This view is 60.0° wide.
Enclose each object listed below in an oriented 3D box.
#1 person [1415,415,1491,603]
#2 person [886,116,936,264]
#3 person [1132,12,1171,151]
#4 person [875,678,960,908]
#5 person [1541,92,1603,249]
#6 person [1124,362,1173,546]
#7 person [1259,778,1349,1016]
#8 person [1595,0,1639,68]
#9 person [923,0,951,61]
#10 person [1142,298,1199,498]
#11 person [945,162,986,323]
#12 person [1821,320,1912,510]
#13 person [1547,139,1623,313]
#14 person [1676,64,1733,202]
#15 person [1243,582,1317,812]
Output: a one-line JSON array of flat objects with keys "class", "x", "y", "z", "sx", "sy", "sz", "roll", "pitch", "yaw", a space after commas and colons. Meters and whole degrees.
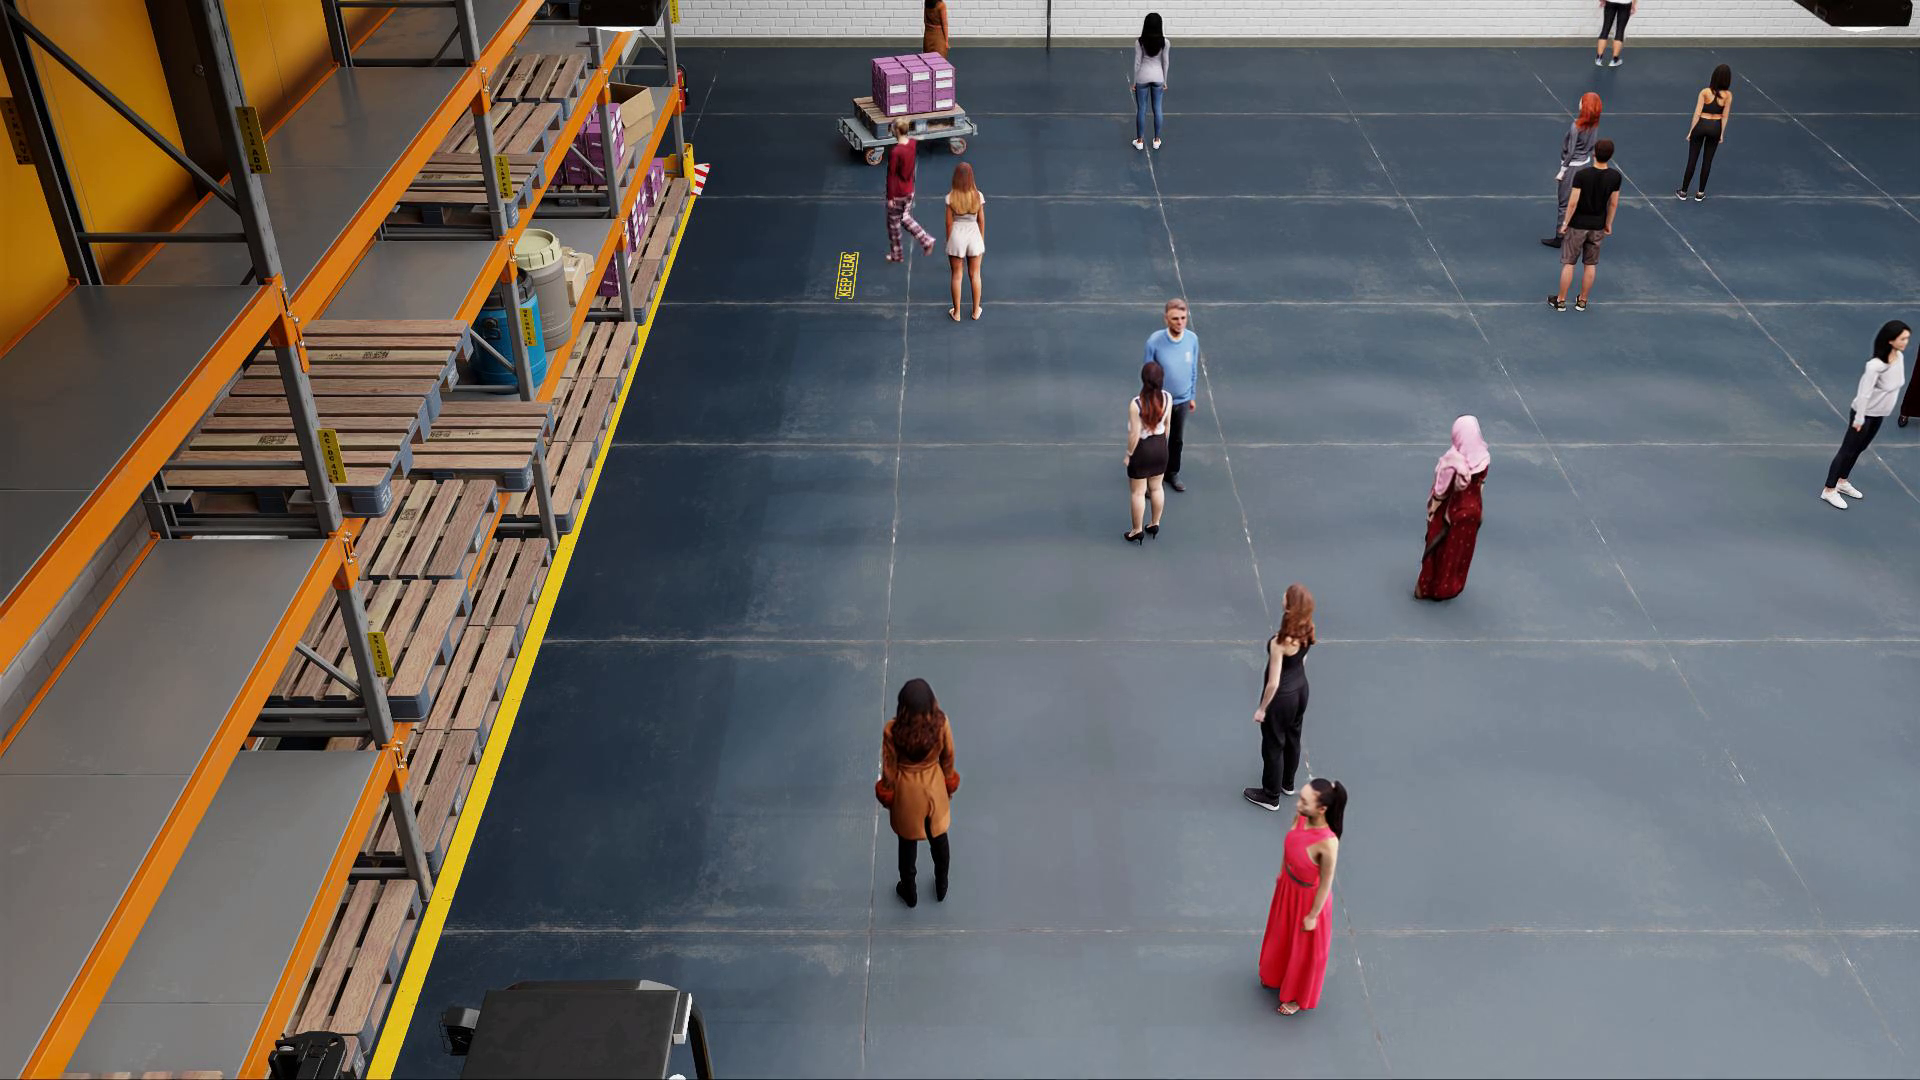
[{"class": "person", "x": 3.860, "y": -0.242, "z": 12.930, "sx": 0.742, "sy": 1.635, "sz": 0.719, "roll": -12, "pitch": 35, "yaw": -17}, {"class": "person", "x": -0.577, "y": -3.813, "z": 18.257, "sx": 0.895, "sy": 1.686, "sz": 0.871, "roll": 17, "pitch": 37, "yaw": 23}, {"class": "person", "x": 2.434, "y": -5.887, "z": 21.333, "sx": 0.614, "sy": 1.734, "sz": 0.540, "roll": -3, "pitch": 34, "yaw": -4}, {"class": "person", "x": -0.252, "y": 1.542, "z": 10.169, "sx": 0.725, "sy": 1.720, "sz": 0.665, "roll": -7, "pitch": 34, "yaw": -10}, {"class": "person", "x": 6.914, "y": -4.166, "z": 18.703, "sx": 0.651, "sy": 1.780, "sz": 0.679, "roll": -22, "pitch": 39, "yaw": -29}, {"class": "person", "x": 1.536, "y": -0.712, "z": 13.625, "sx": 0.636, "sy": 1.649, "sz": 0.650, "roll": -17, "pitch": 37, "yaw": -24}, {"class": "person", "x": 1.956, "y": 2.016, "z": 9.451, "sx": 0.739, "sy": 1.727, "sz": 0.603, "roll": -9, "pitch": 35, "yaw": -13}, {"class": "person", "x": 9.569, "y": -7.831, "z": 24.153, "sx": 0.755, "sy": 1.851, "sz": 0.744, "roll": 18, "pitch": 38, "yaw": 25}, {"class": "person", "x": -0.335, "y": -6.868, "z": 22.850, "sx": 0.701, "sy": 1.689, "sz": 0.638, "roll": -28, "pitch": 43, "yaw": -36}, {"class": "person", "x": 1.790, "y": -1.245, "z": 14.272, "sx": 0.715, "sy": 1.820, "sz": 0.672, "roll": -9, "pitch": 35, "yaw": -14}, {"class": "person", "x": 0.047, "y": -3.069, "z": 17.128, "sx": 0.583, "sy": 1.696, "sz": 0.573, "roll": -3, "pitch": 34, "yaw": -4}, {"class": "person", "x": 7.731, "y": -1.093, "z": 14.153, "sx": 0.698, "sy": 1.700, "sz": 0.733, "roll": -23, "pitch": 40, "yaw": -30}, {"class": "person", "x": 6.512, "y": -3.271, "z": 17.283, "sx": 0.680, "sy": 1.862, "sz": 0.566, "roll": 1, "pitch": 34, "yaw": 2}, {"class": "person", "x": 8.931, "y": -4.874, "z": 19.892, "sx": 0.602, "sy": 1.644, "sz": 0.571, "roll": 9, "pitch": 35, "yaw": 13}, {"class": "person", "x": 2.146, "y": 1.024, "z": 10.924, "sx": 0.719, "sy": 1.748, "sz": 0.654, "roll": 28, "pitch": 42, "yaw": 35}]
